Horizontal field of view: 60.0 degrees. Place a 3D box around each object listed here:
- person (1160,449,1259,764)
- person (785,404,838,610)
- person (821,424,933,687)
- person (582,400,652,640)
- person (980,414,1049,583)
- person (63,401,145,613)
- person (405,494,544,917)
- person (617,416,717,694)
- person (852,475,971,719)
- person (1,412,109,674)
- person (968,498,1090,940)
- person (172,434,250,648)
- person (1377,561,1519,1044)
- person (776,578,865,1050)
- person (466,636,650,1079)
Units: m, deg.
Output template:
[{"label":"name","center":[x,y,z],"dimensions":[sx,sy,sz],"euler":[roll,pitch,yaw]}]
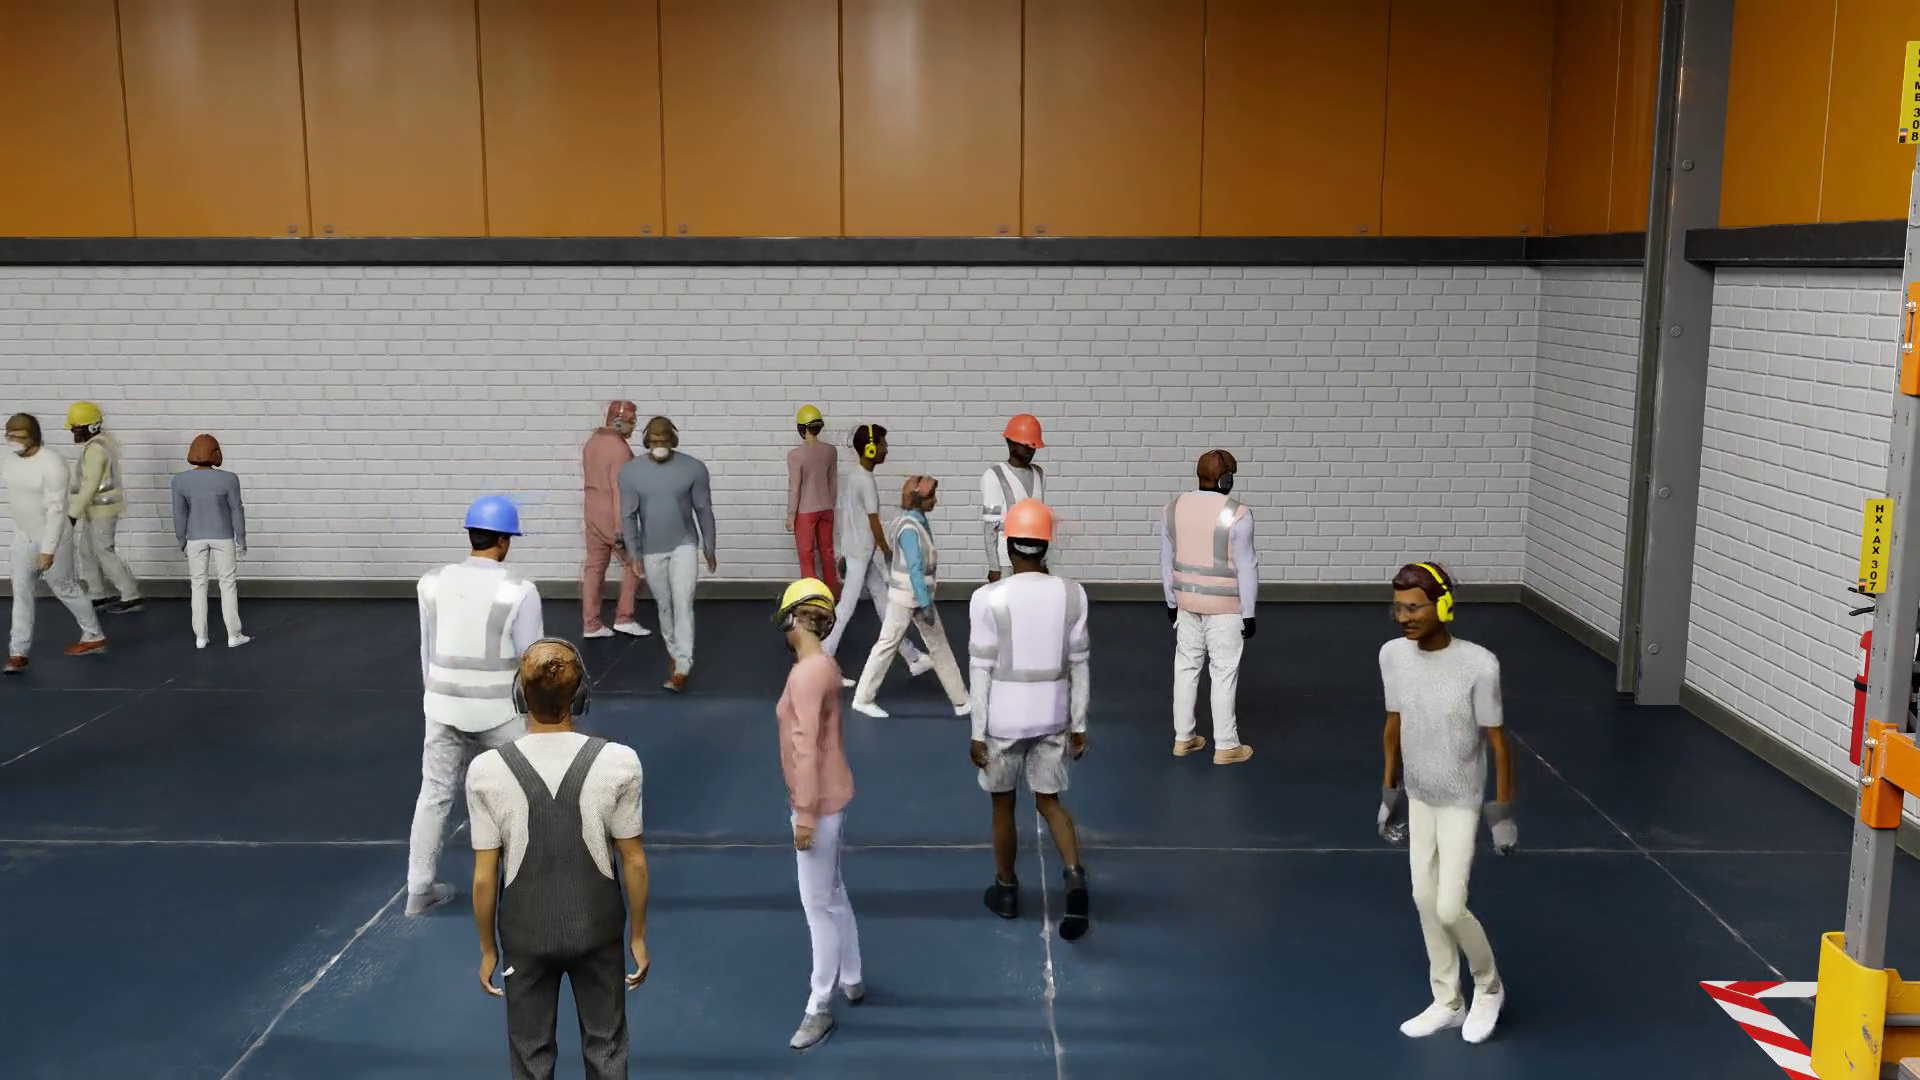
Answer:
[{"label":"person","center":[1.481,0.386,9.758],"dimensions":[0.634,1.842,0.429],"euler":[9,13,42]},{"label":"person","center":[-1.222,-0.228,13.661],"dimensions":[0.309,1.769,0.525],"euler":[8,13,41]},{"label":"person","center":[-0.570,0.116,11.439],"dimensions":[0.998,1.819,0.499],"euler":[-1,10,-7]},{"label":"person","center":[-2.658,-0.146,12.867],"dimensions":[0.646,1.869,0.730],"euler":[-8,12,-39]},{"label":"person","center":[0.394,0.121,11.077],"dimensions":[0.542,1.931,0.366],"euler":[-9,13,-44]},{"label":"person","center":[-7.103,-0.259,13.750],"dimensions":[0.583,1.797,0.613],"euler":[-5,11,-26]},{"label":"person","center":[-2.063,0.746,7.481],"dimensions":[0.781,1.899,0.557],"euler":[2,10,13]},{"label":"person","center":[-2.018,0.080,11.493],"dimensions":[0.648,1.888,0.890],"euler":[0,9,-1]},{"label":"person","center":[-0.276,0.376,10.578],"dimensions":[0.918,1.581,0.517],"euler":[2,10,14]},{"label":"person","center":[-6.622,-0.003,12.034],"dimensions":[0.649,1.881,0.861],"euler":[3,10,16]},{"label":"person","center":[0.322,0.784,7.180],"dimensions":[0.543,1.913,0.749],"euler":[-3,10,-19]},{"label":"person","center":[-5.680,0.011,12.624],"dimensions":[0.507,1.633,0.277],"euler":[-1,10,-9]},{"label":"person","center":[1.782,0.985,6.190],"dimensions":[0.447,1.836,0.533],"euler":[-7,12,-35]},{"label":"person","center":[-0.560,1.023,6.331],"dimensions":[0.320,1.718,0.638],"euler":[1,9,3]},{"label":"person","center":[-1.174,1.191,4.929],"dimensions":[0.503,1.845,0.344],"euler":[-2,10,-13]}]
